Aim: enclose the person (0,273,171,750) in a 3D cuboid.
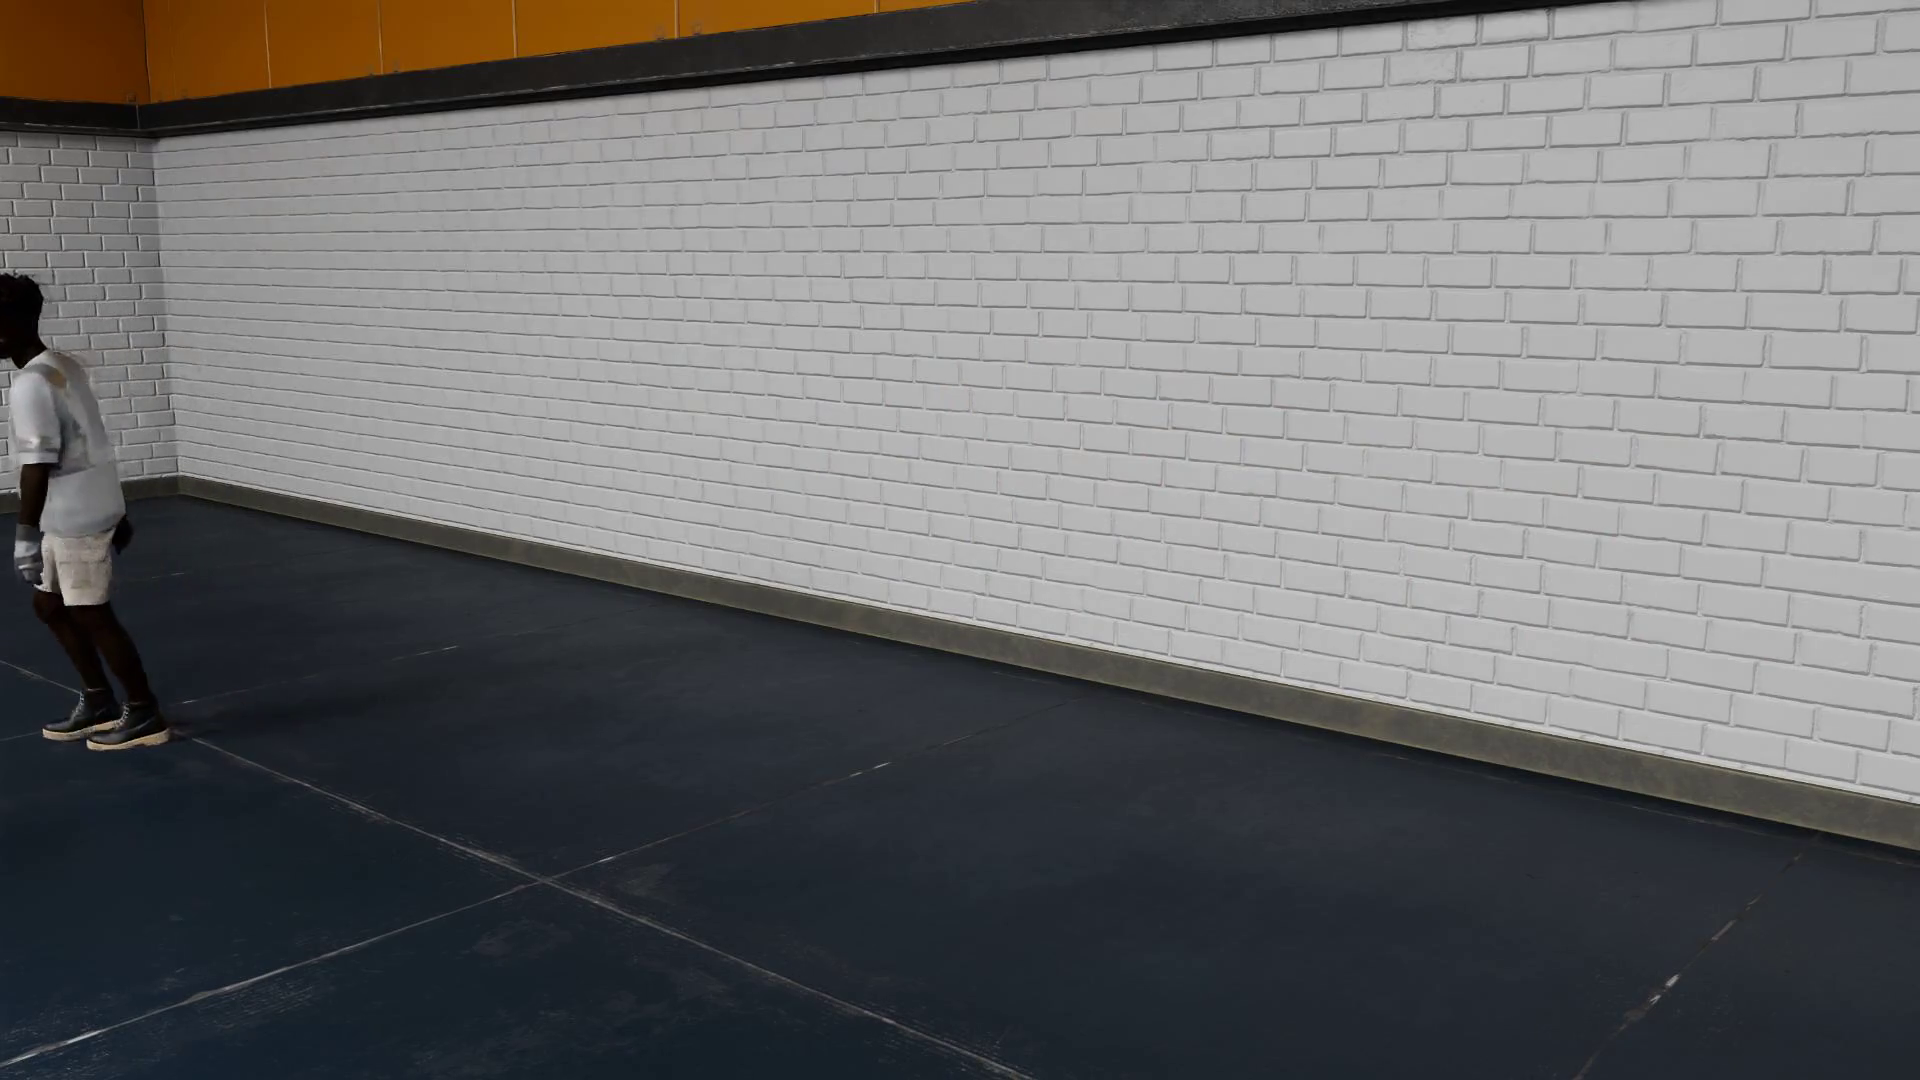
[{"bbox_3d":[-3.504,-0.087,6.596,0.596,1.920,0.623,-4,11,-22],"label":"person"}]
